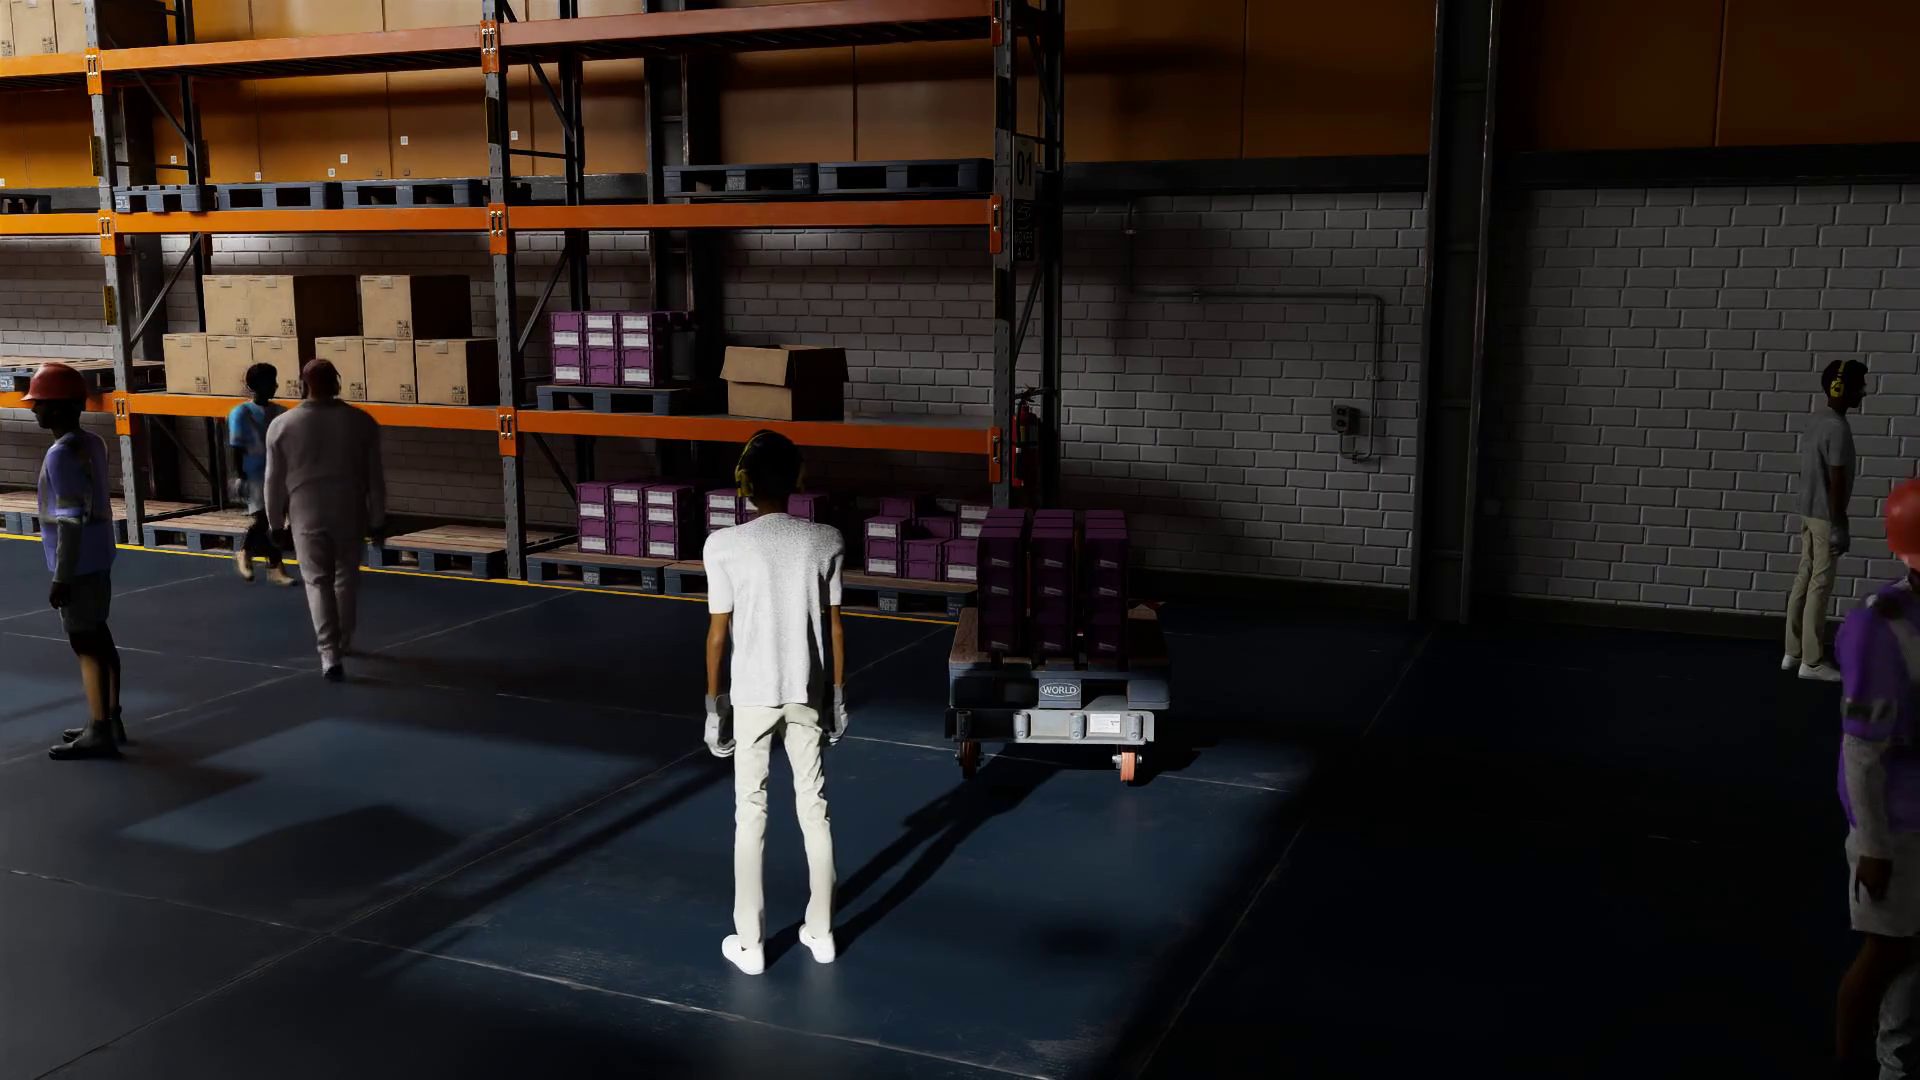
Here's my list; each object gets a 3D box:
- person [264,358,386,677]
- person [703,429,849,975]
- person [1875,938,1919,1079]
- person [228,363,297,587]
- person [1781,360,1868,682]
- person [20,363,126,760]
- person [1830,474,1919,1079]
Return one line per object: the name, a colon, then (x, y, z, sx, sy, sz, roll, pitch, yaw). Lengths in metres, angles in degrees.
person: (-3.765, -0.143, 9.882, 0.659, 1.865, 0.977, -5, 11, -28)
person: (-0.625, 0.554, 5.703, 0.514, 1.861, 0.316, -4, 10, -21)
person: (2.853, 0.778, 4.713, 0.486, 1.740, 0.313, 8, 12, 39)
person: (-5.170, -0.479, 12.373, 0.395, 1.684, 0.552, 5, 10, 25)
person: (5.059, -0.117, 9.708, 0.336, 1.864, 0.521, 1, 10, 8)
person: (-4.342, 0.104, 8.157, 0.354, 1.939, 0.545, -2, 10, -14)
person: (2.686, 0.731, 4.609, 0.783, 1.886, 0.365, -7, 12, -35)
